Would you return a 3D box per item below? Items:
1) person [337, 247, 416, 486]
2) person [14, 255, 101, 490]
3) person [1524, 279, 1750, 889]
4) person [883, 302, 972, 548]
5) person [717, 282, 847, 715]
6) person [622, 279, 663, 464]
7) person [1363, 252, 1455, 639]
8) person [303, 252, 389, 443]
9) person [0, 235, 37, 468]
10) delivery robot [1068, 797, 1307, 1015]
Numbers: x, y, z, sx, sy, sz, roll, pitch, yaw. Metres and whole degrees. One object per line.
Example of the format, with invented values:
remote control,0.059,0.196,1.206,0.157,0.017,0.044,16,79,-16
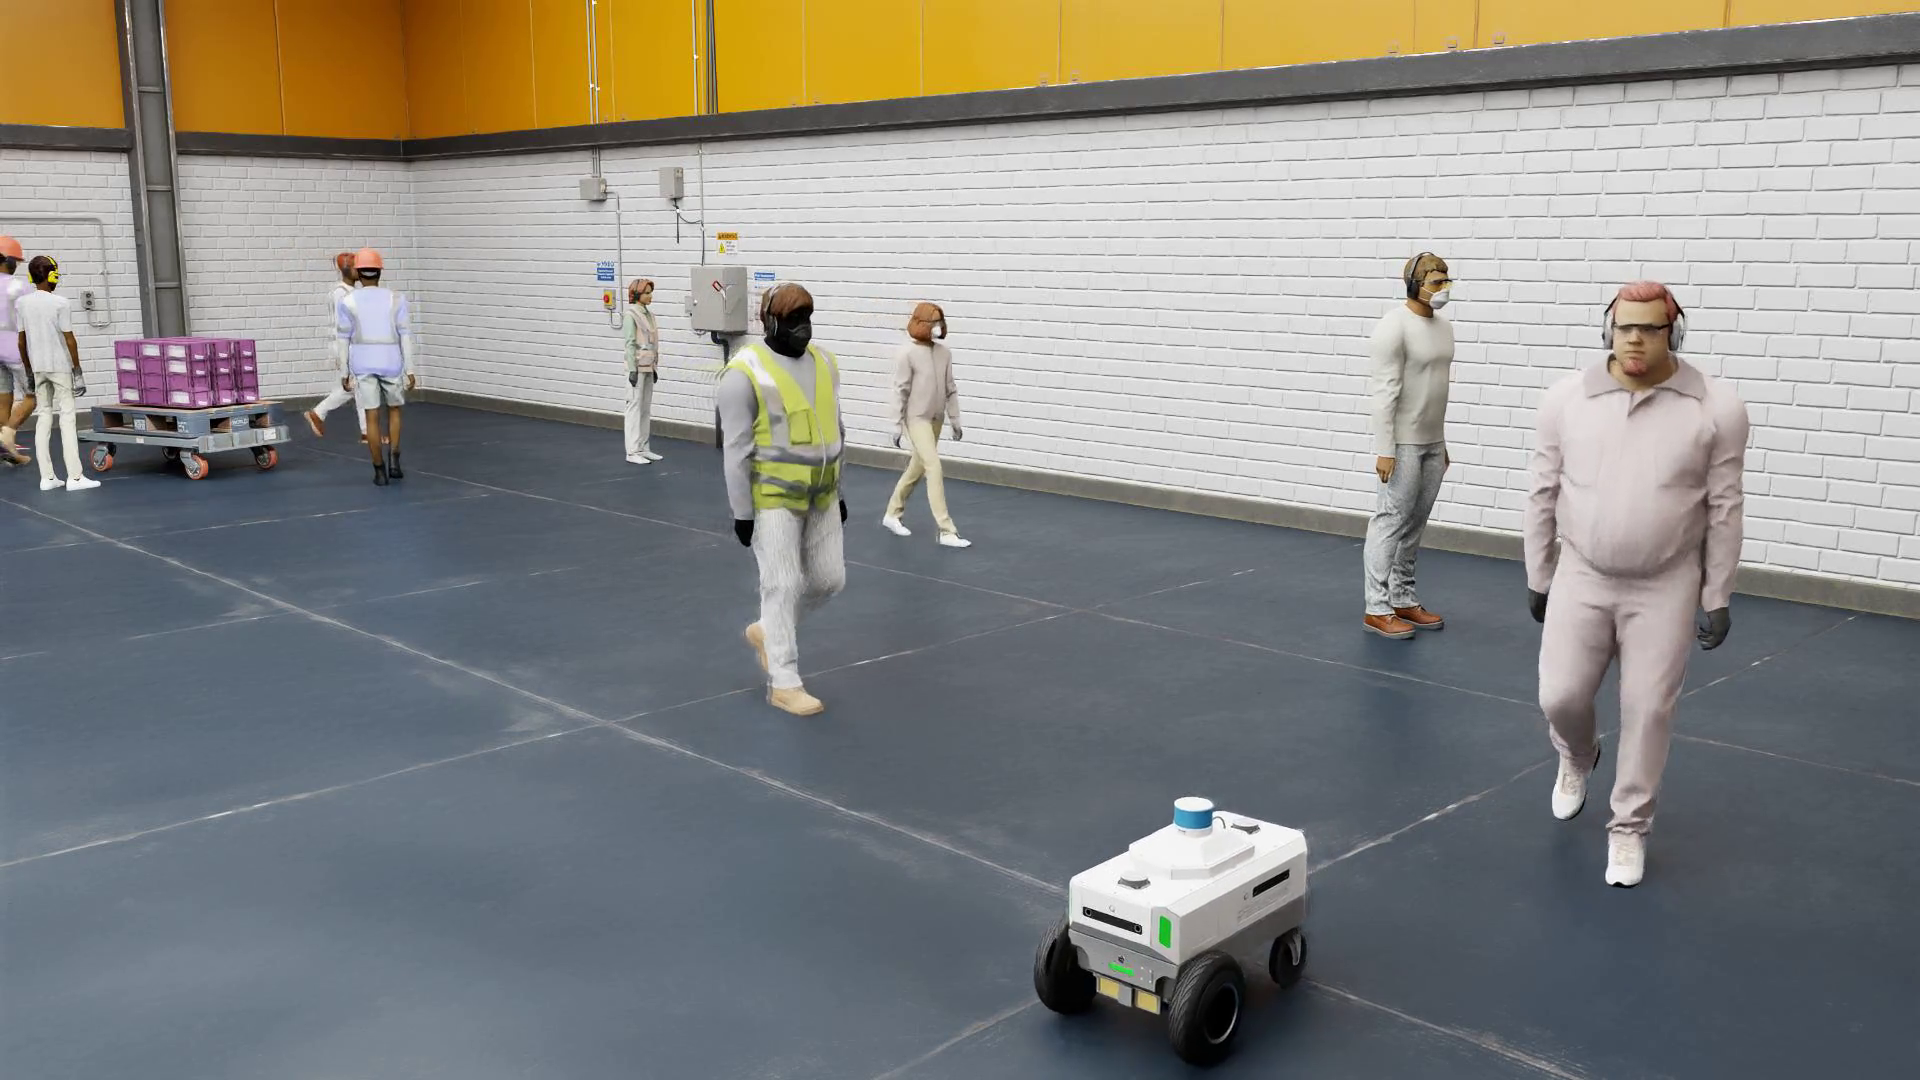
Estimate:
person,-4.754,-1.407,13.541,0.580,1.919,0.530,-4,11,-22
person,-7.199,-1.320,13.225,0.508,1.865,0.328,1,10,8
person,2.129,0.121,5.303,0.653,1.893,0.536,5,12,26
person,-0.244,-0.779,11.013,0.839,1.593,0.511,8,13,39
person,-0.760,-0.182,7.115,0.527,1.829,0.641,9,14,41
person,-2.841,-1.503,14.833,0.313,1.639,0.517,2,11,12
person,2.290,-0.480,8.438,0.354,1.937,0.635,10,14,43
person,-5.986,-1.854,16.139,0.769,1.863,0.576,-2,11,-11
person,-8.247,-1.610,14.375,0.629,2.021,0.539,1,10,7
delivery robot,0.605,0.916,4.347,0.477,0.478,0.707,9,14,41
